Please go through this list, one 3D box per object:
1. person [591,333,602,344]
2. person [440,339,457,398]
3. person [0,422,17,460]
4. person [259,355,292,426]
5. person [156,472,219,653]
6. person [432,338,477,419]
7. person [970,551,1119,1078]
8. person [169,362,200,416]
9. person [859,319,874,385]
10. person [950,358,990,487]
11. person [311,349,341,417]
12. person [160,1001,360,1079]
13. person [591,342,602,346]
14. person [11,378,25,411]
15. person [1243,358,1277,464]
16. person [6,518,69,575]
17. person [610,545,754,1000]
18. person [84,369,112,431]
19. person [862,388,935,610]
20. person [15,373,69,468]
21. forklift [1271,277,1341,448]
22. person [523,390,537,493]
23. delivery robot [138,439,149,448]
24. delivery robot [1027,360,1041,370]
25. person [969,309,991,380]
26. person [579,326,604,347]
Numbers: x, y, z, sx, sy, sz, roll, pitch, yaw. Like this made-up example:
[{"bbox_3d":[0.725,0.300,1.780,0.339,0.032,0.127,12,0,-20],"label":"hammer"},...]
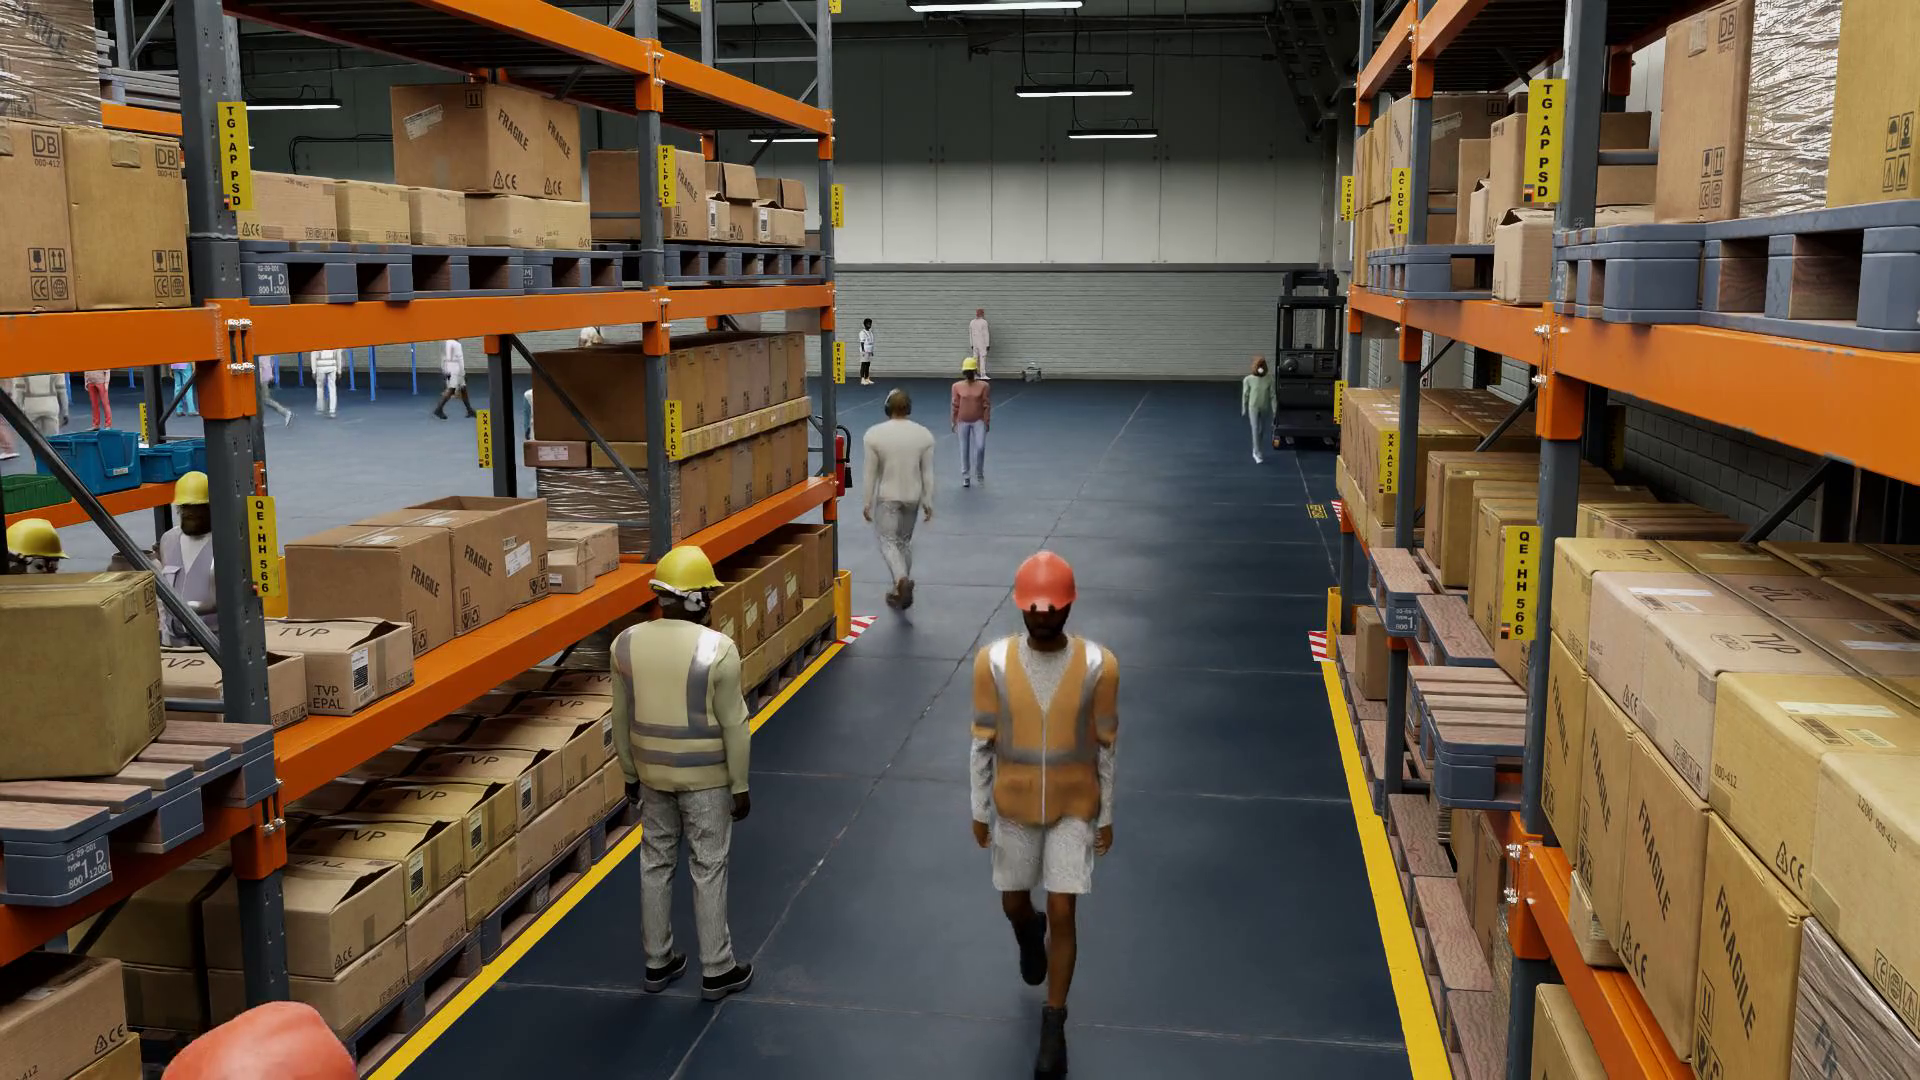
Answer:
[{"bbox_3d":[-7.676,-3.609,35.452,0.529,1.587,0.872,6,11,33],"label":"person"},{"bbox_3d":[-11.774,-4.215,38.274,0.352,1.909,0.731,-6,11,-35],"label":"person"},{"bbox_3d":[-15.059,-2.116,25.462,1.010,1.846,0.655,-6,11,-31],"label":"person"},{"bbox_3d":[-12.841,-3.006,30.824,0.797,1.899,0.599,-1,9,-4],"label":"person"},{"bbox_3d":[-4.168,0.529,9.195,0.600,1.829,0.404,2,9,11],"label":"person"},{"bbox_3d":[-10.029,-3.351,32.956,0.985,1.896,0.559,-6,11,-32],"label":"person"},{"bbox_3d":[0.322,0.963,6.285,0.553,1.916,0.789,1,9,7],"label":"person"},{"bbox_3d":[-15.664,-3.412,33.481,0.563,1.839,0.392,2,9,10],"label":"person"},{"bbox_3d":[-2.392,-4.837,42.720,0.320,1.692,0.531,4,10,26],"label":"person"},{"bbox_3d":[0.139,-1.586,22.507,0.541,1.753,0.495,0,9,1],"label":"person"},{"bbox_3d":[-12.739,-3.398,33.356,0.612,1.843,0.935,-6,11,-35],"label":"person"},{"bbox_3d":[-0.913,1.577,2.236,0.621,1.989,1.004,2,9,13],"label":"person"},{"bbox_3d":[-6.287,-2.629,29.103,0.551,1.684,0.480,1,9,5],"label":"person"},{"bbox_3d":[-19.269,-3.508,34.062,0.651,1.839,0.537,5,11,30],"label":"person"},{"bbox_3d":[4.594,-2.010,25.565,0.508,1.599,0.803,-1,9,-4],"label":"person"},{"bbox_3d":[-4.133,0.811,7.488,0.588,1.822,0.403,4,10,21],"label":"person"},{"bbox_3d":[-1.103,0.930,6.726,0.599,1.827,0.404,4,10,21],"label":"person"},{"bbox_3d":[-15.689,-2.848,30.228,0.522,1.768,0.312,3,10,15],"label":"person"},{"bbox_3d":[-0.511,-0.339,14.293,0.636,1.922,0.768,-3,10,-20],"label":"person"},{"bbox_3d":[-12.583,-1.776,22.827,0.633,2.020,0.625,-5,10,-27],"label":"person"},{"bbox_3d":[5.847,-3.016,27.970,1.129,2.768,1.873,1,9,9],"label":"forklift"},{"bbox_3d":[-5.474,-1.418,21.878,0.522,1.612,0.555,-1,9,-9],"label":"person"},{"bbox_3d":[-11.630,-1.183,23.528,0.477,0.478,0.707,2,10,14],"label":"delivery robot"},{"bbox_3d":[1.944,-4.647,44.090,0.335,0.223,0.698,-2,9,-10],"label":"delivery robot"},{"bbox_3d":[0.559,-5.246,44.588,0.654,1.905,0.408,9,13,44],"label":"person"},{"bbox_3d":[-8.791,-4.408,39.137,0.955,2.000,0.703,3,10,17],"label":"person"}]
